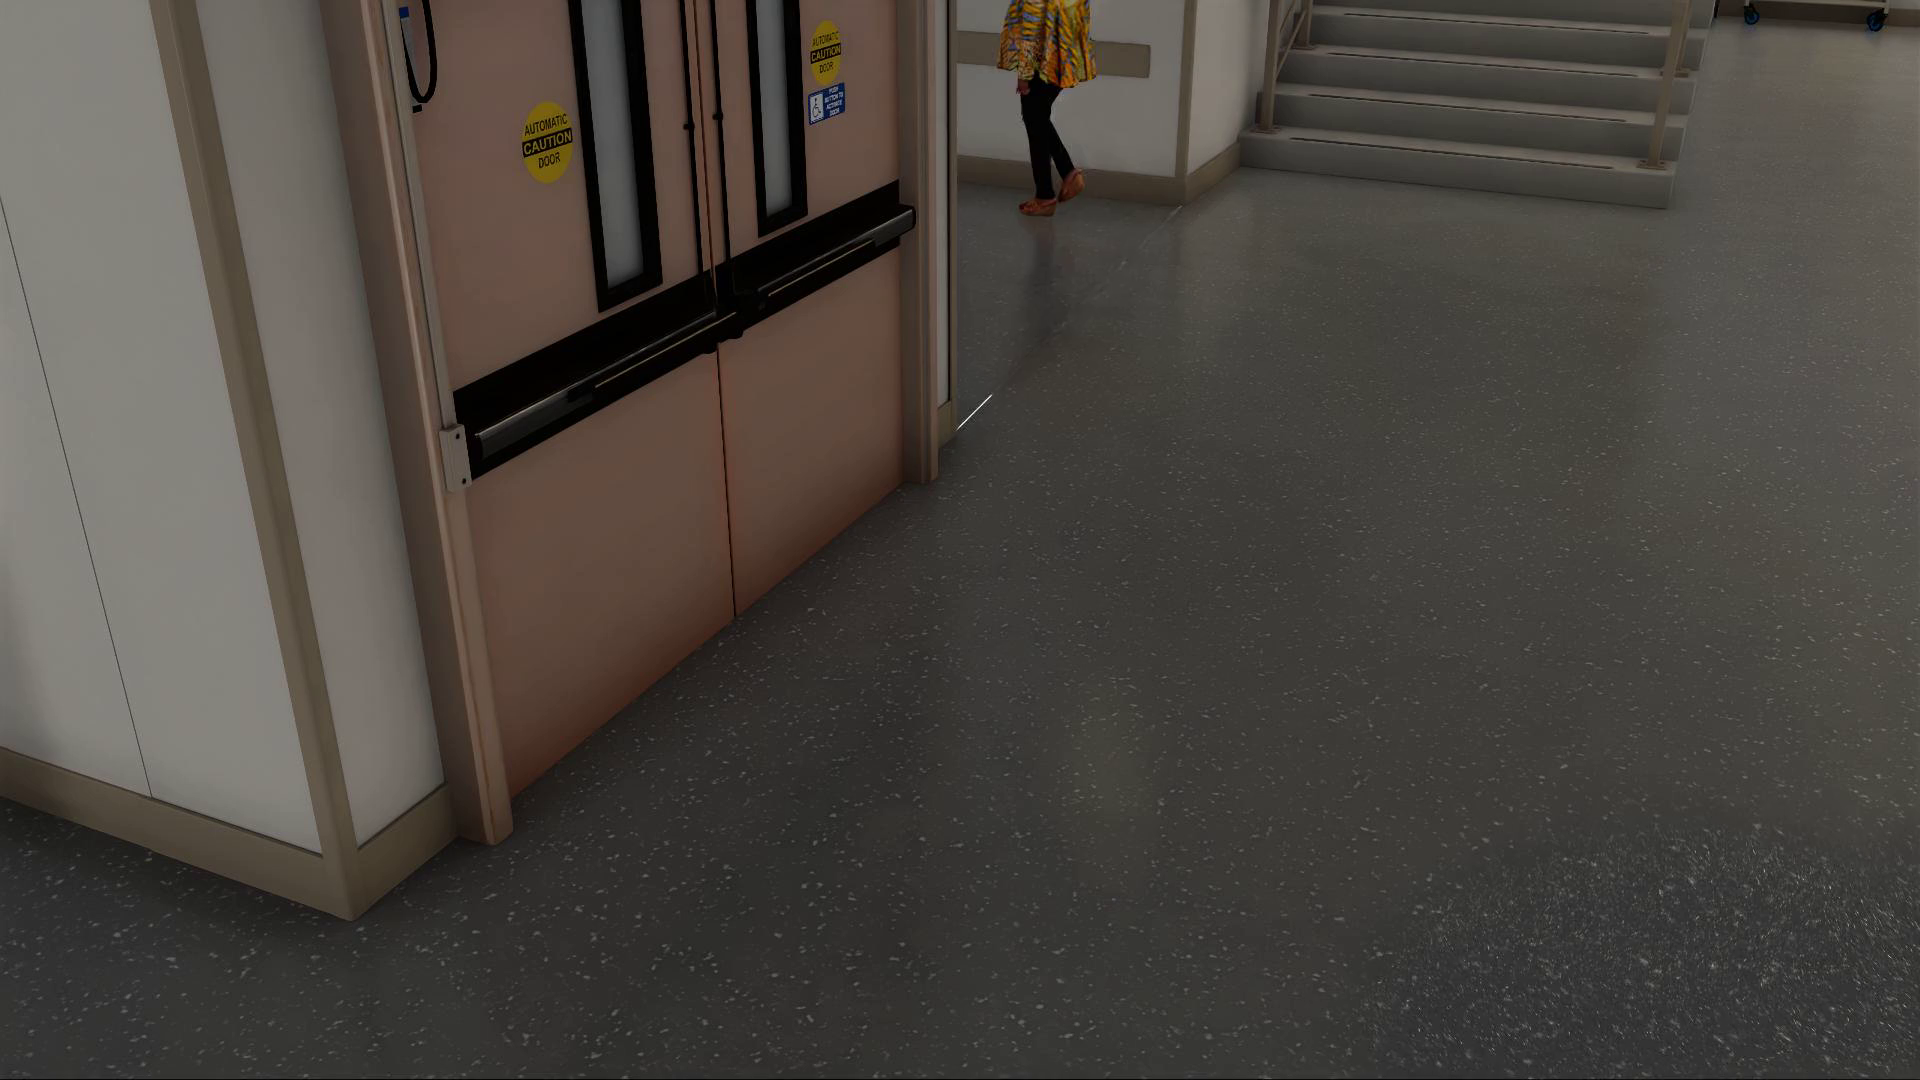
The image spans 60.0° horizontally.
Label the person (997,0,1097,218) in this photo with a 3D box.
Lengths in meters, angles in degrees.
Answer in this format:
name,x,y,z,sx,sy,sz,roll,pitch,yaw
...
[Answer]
name,x,y,z,sx,sy,sz,roll,pitch,yaw
person,0.540,-2.589,9.182,0.748,1.643,0.652,12,28,24
